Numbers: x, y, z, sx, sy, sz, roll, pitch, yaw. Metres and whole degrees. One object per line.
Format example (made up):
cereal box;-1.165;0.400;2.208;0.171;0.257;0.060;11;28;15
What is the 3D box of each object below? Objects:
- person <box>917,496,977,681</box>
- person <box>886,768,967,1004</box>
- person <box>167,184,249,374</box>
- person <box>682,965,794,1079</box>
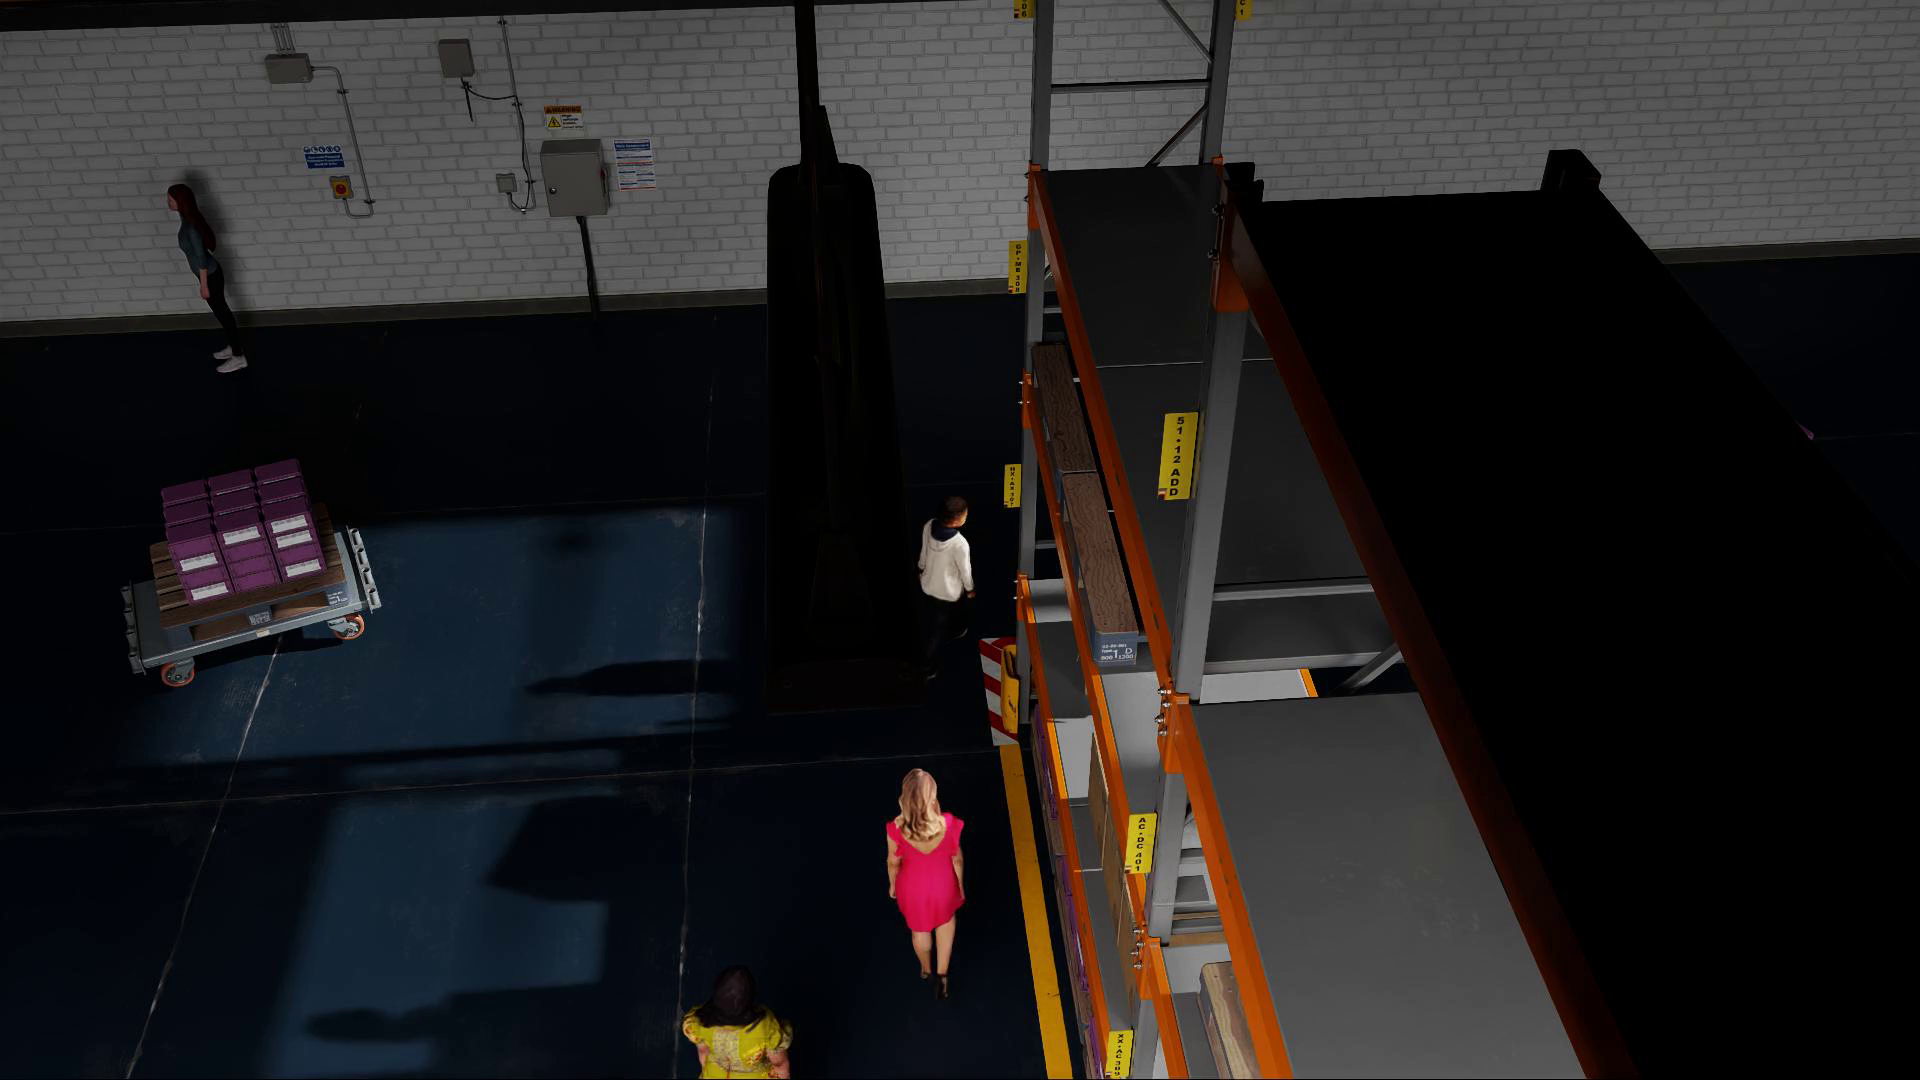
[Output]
person;-0.159;0.338;11.279;0.940;1.434;0.931;-31;48;-33
person;-0.167;1.946;9.037;0.584;1.718;0.708;-3;39;-4
person;-6.457;-2.257;14.279;0.700;1.743;0.576;-14;41;-17
person;-1.078;2.712;8.141;0.929;1.640;1.181;6;39;7
